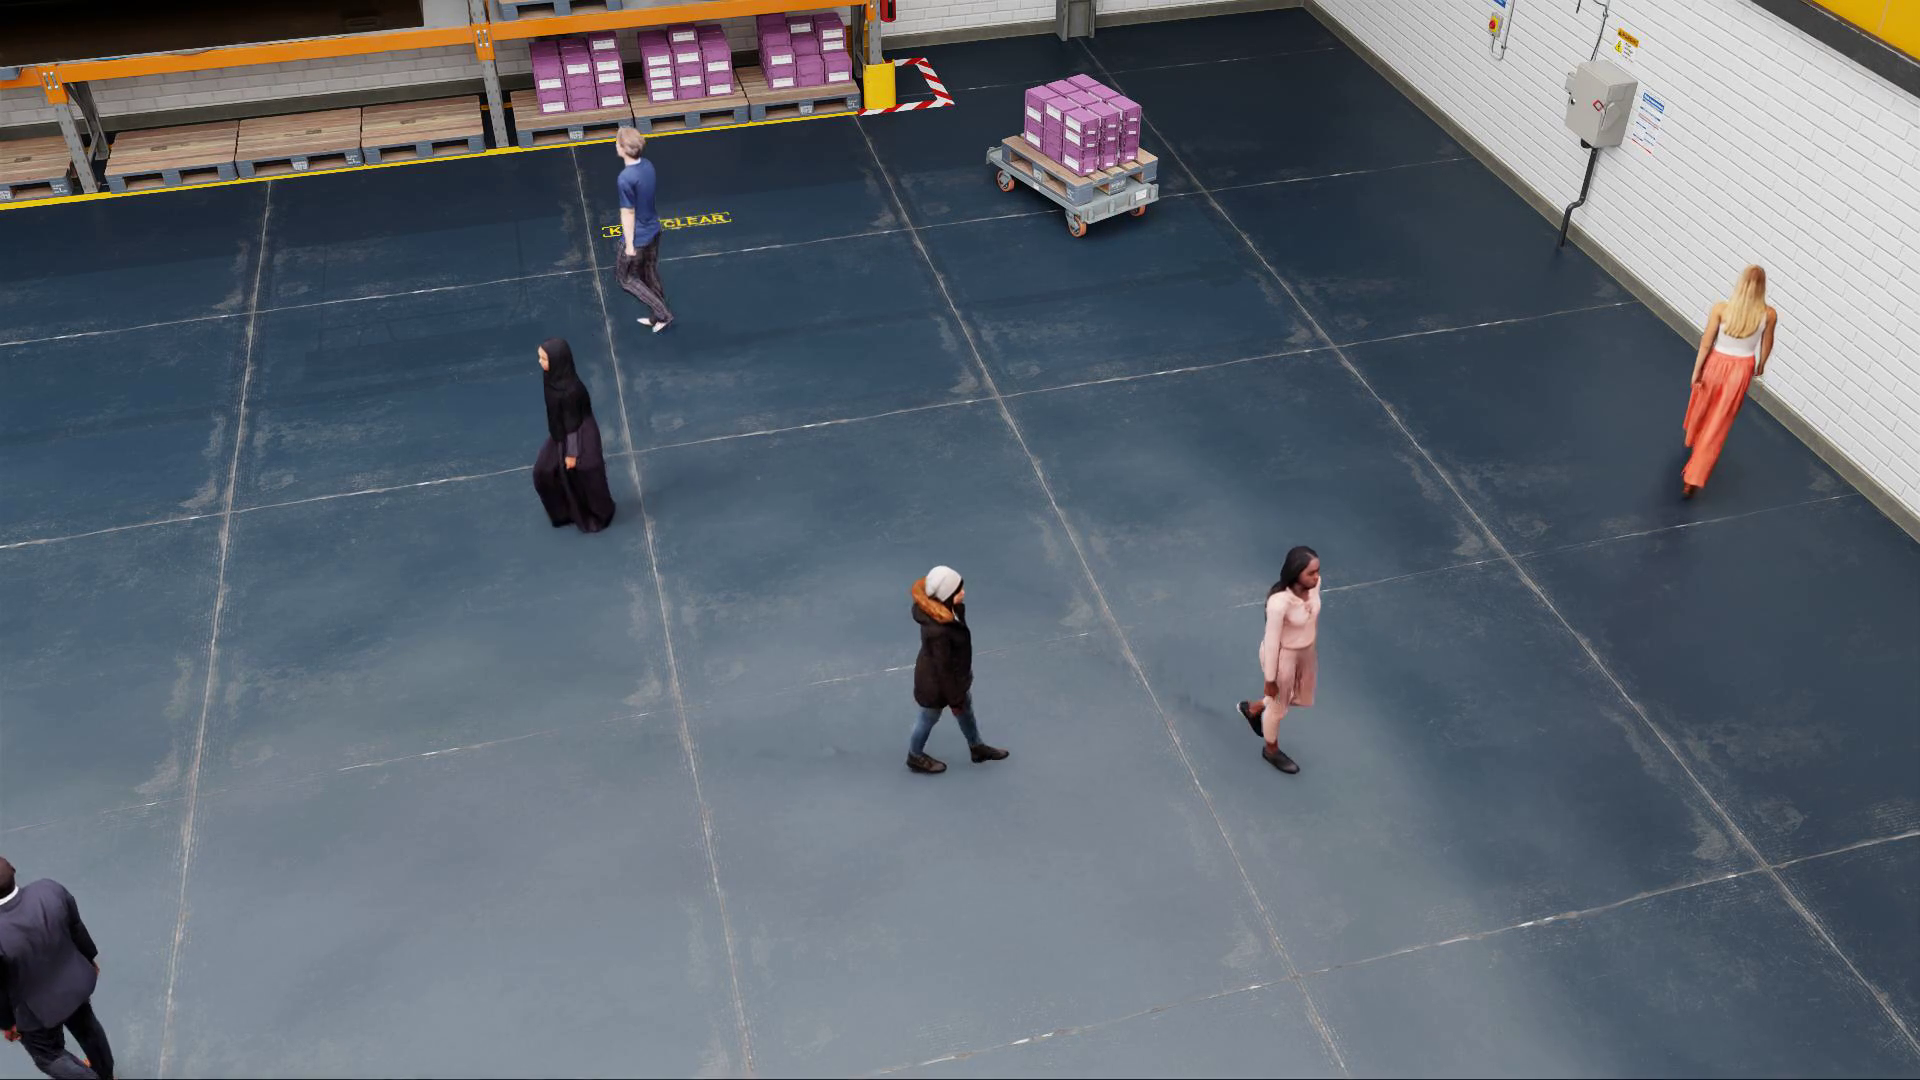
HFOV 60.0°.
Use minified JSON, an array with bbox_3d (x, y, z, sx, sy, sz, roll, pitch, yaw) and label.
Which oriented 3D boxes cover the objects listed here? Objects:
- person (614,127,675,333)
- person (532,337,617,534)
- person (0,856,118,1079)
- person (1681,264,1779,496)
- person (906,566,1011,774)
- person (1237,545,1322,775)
[{"bbox_3d":[-2.586,-2.527,13.872,0.899,1.854,0.844,12,40,15],"label":"person"},{"bbox_3d":[-2.686,-0.764,11.865,0.874,1.604,0.776,-27,46,-30],"label":"person"},{"bbox_3d":[-4.321,2.203,7.988,1.034,1.805,0.966,17,42,20],"label":"person"},{"bbox_3d":[5.617,-1.140,12.217,1.178,1.752,1.258,20,43,23],"label":"person"},{"bbox_3d":[-0.182,0.795,9.907,0.975,1.611,0.831,4,39,5],"label":"person"},{"bbox_3d":[1.896,0.680,9.969,0.831,1.713,0.876,-32,48,-33],"label":"person"}]
